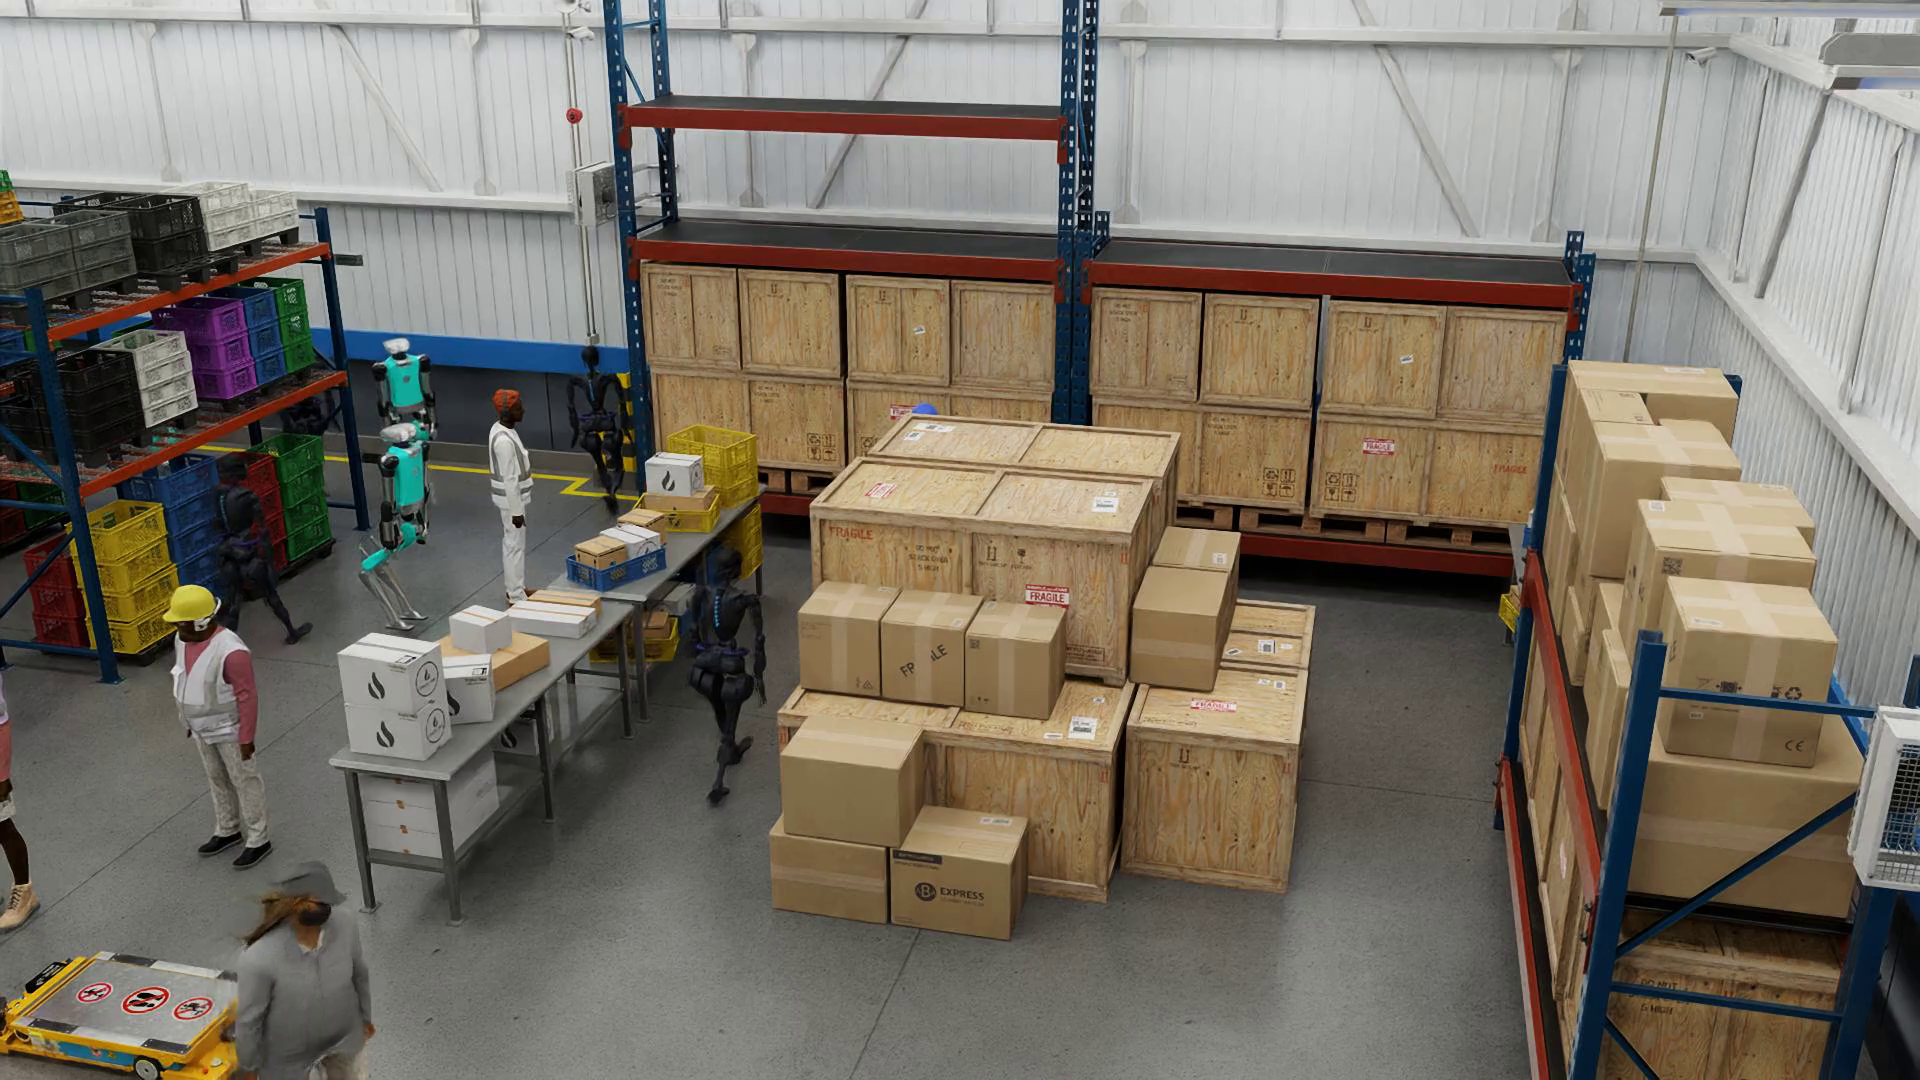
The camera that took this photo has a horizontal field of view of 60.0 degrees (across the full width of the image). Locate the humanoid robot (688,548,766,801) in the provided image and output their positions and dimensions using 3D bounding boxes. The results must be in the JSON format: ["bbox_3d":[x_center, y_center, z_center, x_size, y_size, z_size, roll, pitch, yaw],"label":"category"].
[{"bbox_3d":[-1.539,0.853,10.894,0.586,1.625,0.804,8,22,19],"label":"humanoid robot"}]

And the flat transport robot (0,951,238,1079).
[{"bbox_3d":[-4.270,2.464,8.601,1.431,0.231,0.659,5,22,13],"label":"flat transport robot"}]

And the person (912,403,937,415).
[{"bbox_3d":[-0.253,-0.123,13.032,0.603,1.937,0.399,-4,21,-10],"label":"person"}]

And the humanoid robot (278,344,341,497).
[{"bbox_3d":[-6.372,-1.189,16.201,0.414,1.641,0.594,17,27,37],"label":"humanoid robot"}]

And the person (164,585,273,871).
[{"bbox_3d":[-4.443,1.108,9.961,0.590,1.828,0.404,13,24,30],"label":"person"}]

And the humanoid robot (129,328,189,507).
[{"bbox_3d":[-7.630,-1.066,15.796,0.533,1.766,0.959,-5,21,-12],"label":"humanoid robot"}]

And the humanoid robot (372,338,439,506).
[{"bbox_3d":[-5.302,-1.068,15.890,0.562,1.852,0.766,-13,24,-30],"label":"humanoid robot"}]

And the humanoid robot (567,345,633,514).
[{"bbox_3d":[-3.445,-1.047,15.842,0.602,1.641,0.566,0,21,-1],"label":"humanoid robot"}]

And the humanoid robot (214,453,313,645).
[{"bbox_3d":[-5.506,0.112,12.842,0.586,1.624,0.774,10,23,24],"label":"humanoid robot"}]

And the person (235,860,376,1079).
[{"bbox_3d":[-2.899,2.207,7.239,0.418,1.729,0.750,18,27,38],"label":"person"}]

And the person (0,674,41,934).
[{"bbox_3d":[-5.566,1.248,9.299,0.604,2.044,0.374,7,22,17],"label":"person"}]

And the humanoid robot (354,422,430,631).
[{"bbox_3d":[-4.538,-0.122,13.166,0.727,1.696,0.533,7,22,17],"label":"humanoid robot"}]

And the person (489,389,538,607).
[{"bbox_3d":[-3.656,-0.322,13.625,0.337,1.882,0.582,-6,22,-16],"label":"person"}]
